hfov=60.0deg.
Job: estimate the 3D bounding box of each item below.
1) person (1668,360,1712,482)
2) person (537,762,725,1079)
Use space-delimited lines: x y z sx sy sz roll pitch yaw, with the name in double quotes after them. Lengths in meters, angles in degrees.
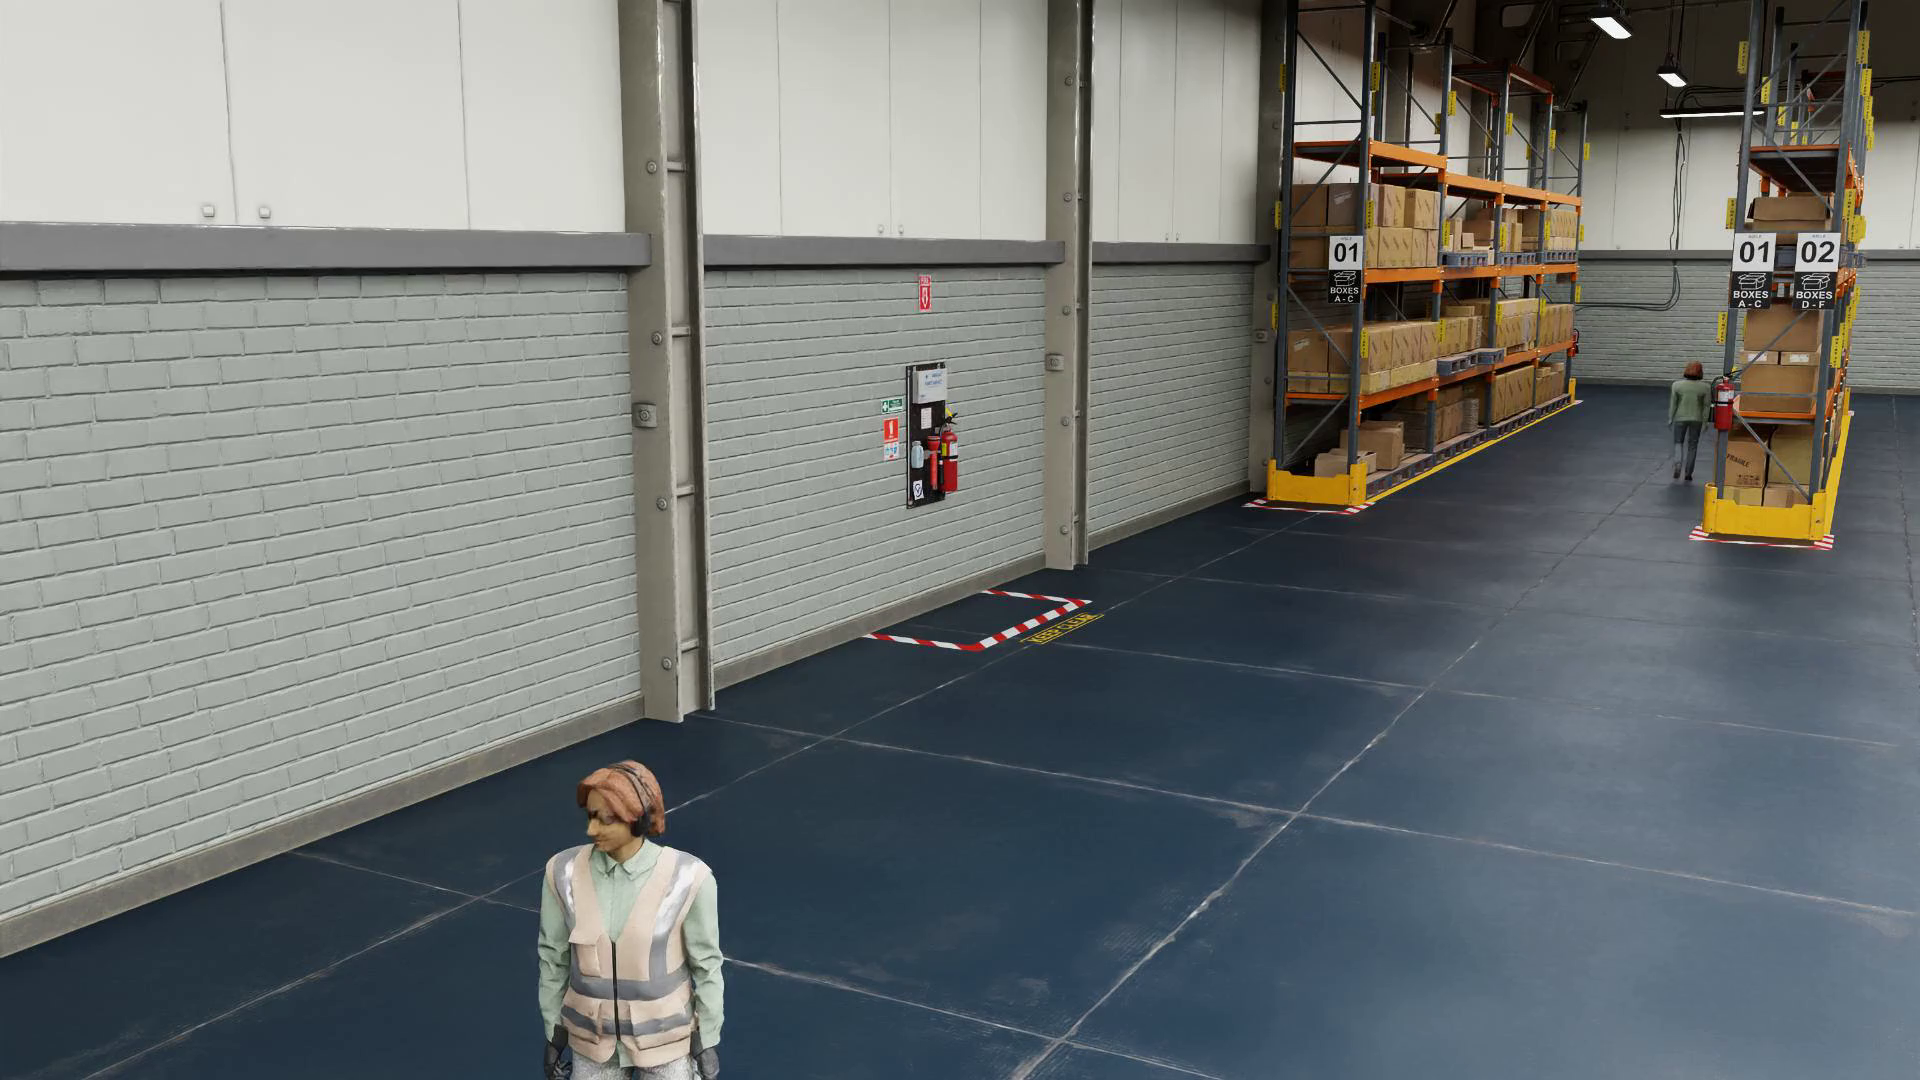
9.697 -1.577 22.103 0.518 1.617 0.366 5 11 27 "person"
-0.909 1.402 4.612 0.523 1.636 0.310 1 10 8 "person"
